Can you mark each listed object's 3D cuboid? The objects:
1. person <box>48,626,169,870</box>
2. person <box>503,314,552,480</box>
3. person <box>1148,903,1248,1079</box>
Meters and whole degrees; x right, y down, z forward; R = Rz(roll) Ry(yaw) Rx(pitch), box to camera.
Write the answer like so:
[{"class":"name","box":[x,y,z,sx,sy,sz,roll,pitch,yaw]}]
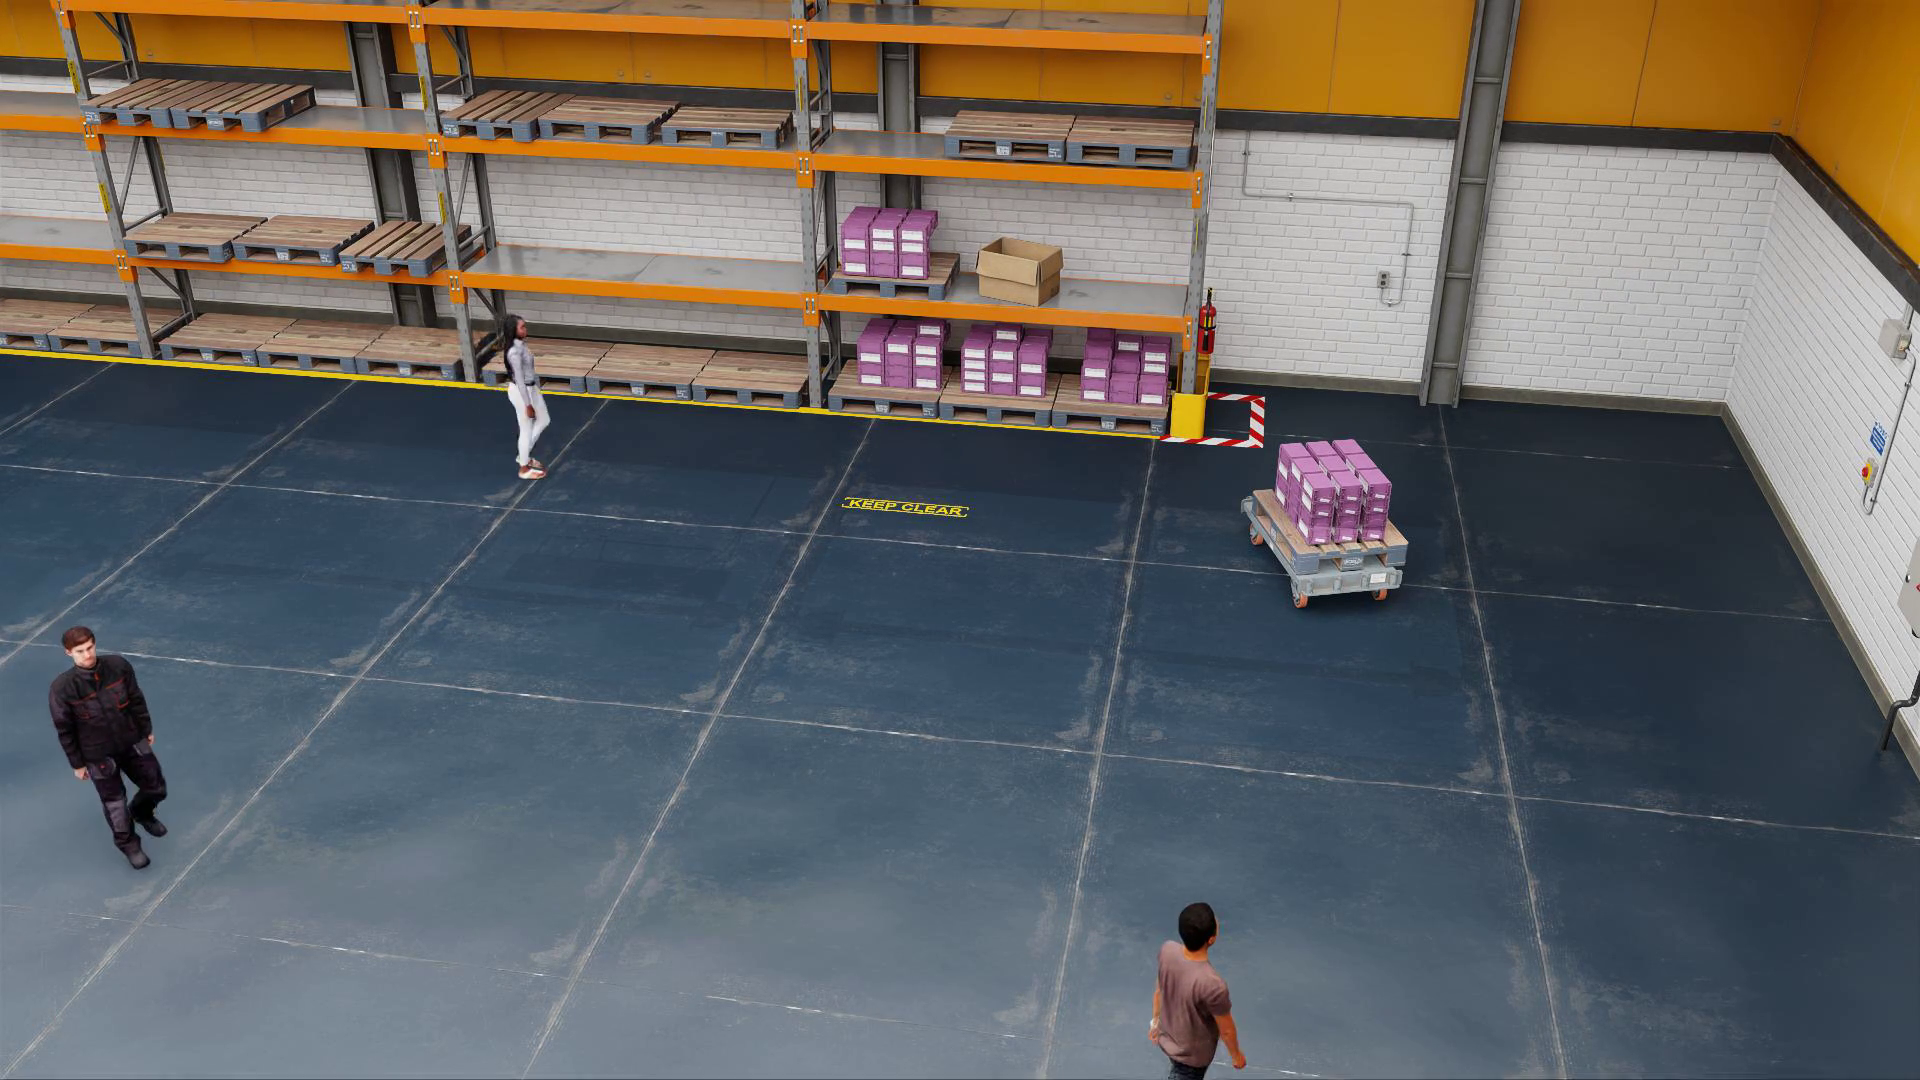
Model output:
[{"class":"person","box":[-5.702,1.341,11.104,0.893,1.831,0.871,22,36,35]},{"class":"person","box":[-4.338,-1.389,16.232,0.690,1.713,0.687,-3,29,-5]},{"class":"person","box":[1.119,2.688,8.727,1.120,1.742,1.021,-15,32,-26]}]
